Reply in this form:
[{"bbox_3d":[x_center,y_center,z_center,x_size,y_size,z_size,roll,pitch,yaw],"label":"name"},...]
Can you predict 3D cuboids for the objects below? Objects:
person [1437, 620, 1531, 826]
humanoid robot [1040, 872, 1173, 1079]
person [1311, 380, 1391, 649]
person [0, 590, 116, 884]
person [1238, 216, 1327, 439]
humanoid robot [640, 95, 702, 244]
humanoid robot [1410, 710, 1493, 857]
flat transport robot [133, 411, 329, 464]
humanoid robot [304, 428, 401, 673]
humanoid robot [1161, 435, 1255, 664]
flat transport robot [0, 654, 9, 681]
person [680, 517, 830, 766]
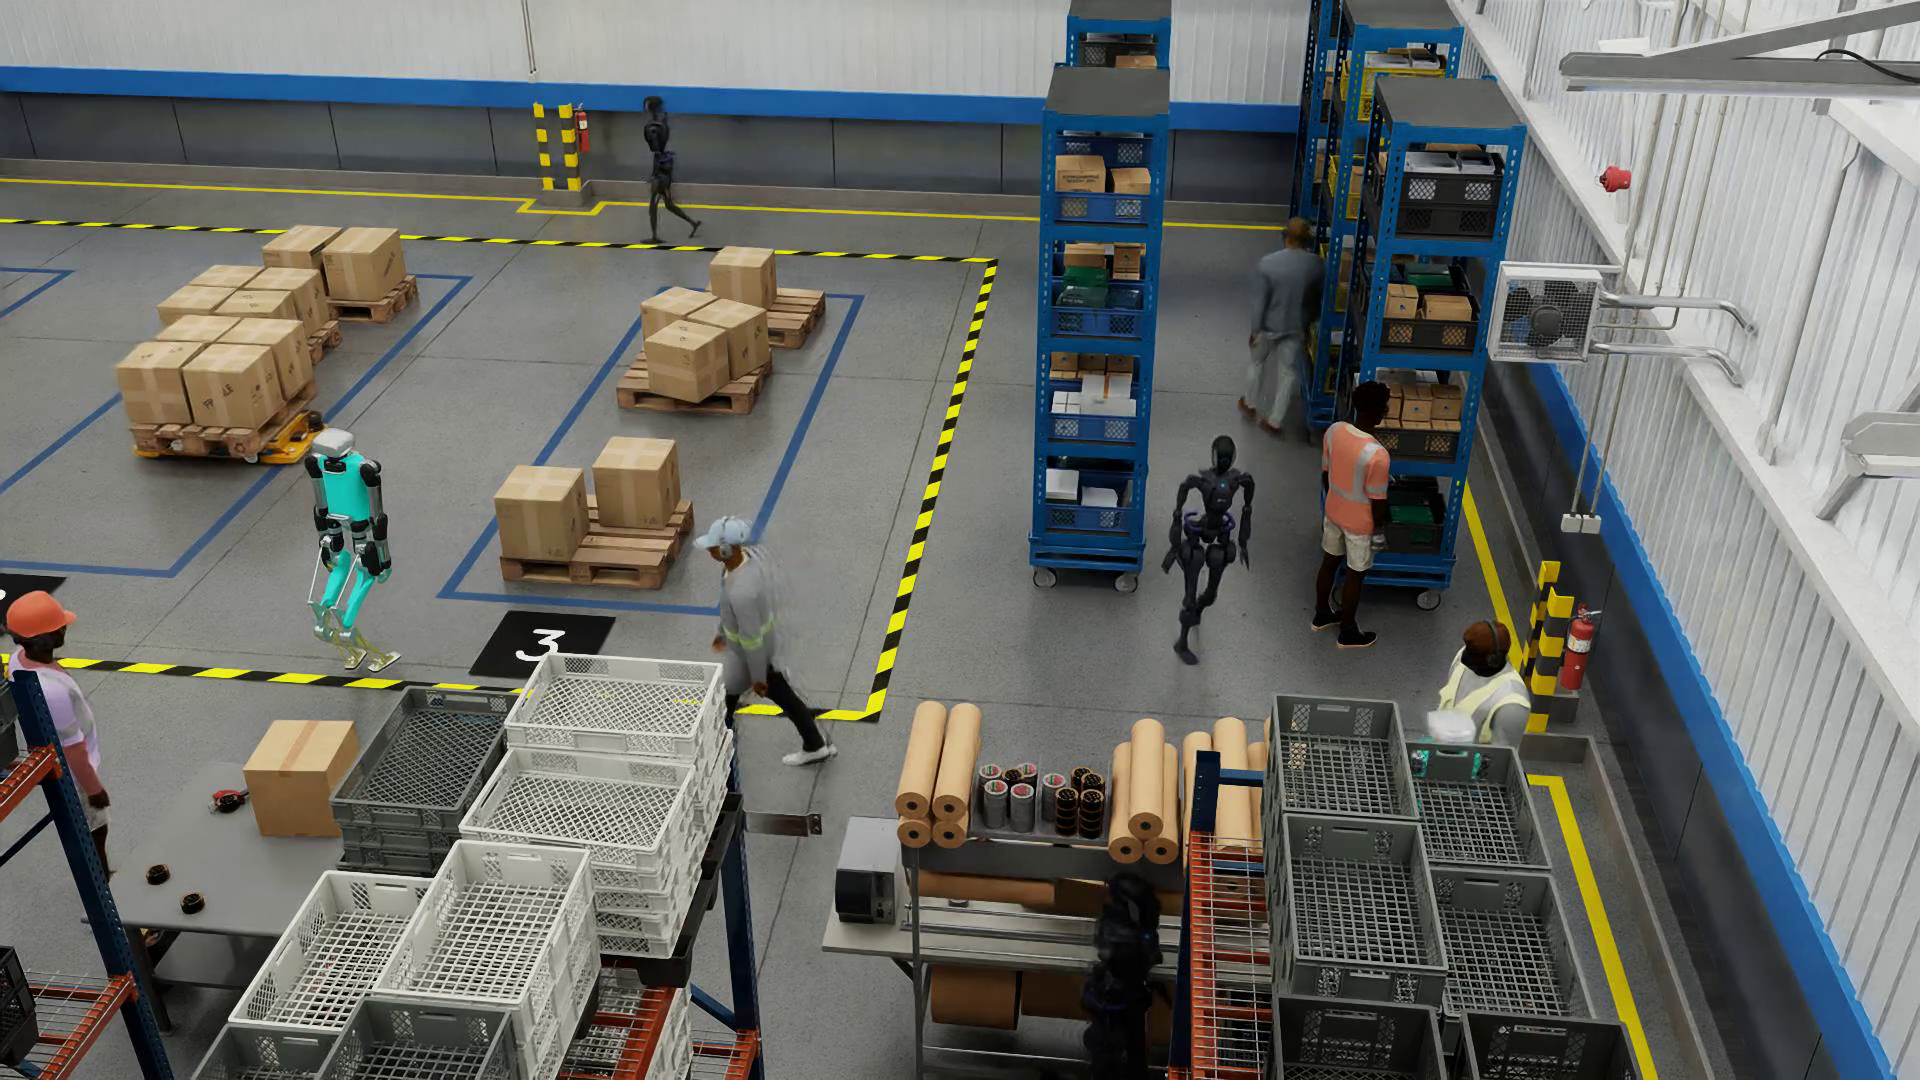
[{"bbox_3d":[2.765,1.220,9.028,0.431,1.835,0.620,-7,31,-11],"label":"person"},{"bbox_3d":[0.690,2.116,7.655,0.562,1.641,0.594,19,35,29],"label":"humanoid robot"},{"bbox_3d":[2.678,-0.173,11.284,0.368,1.966,0.605,-15,33,-24],"label":"person"},{"bbox_3d":[-4.729,1.171,8.915,0.404,2.036,0.610,-23,37,-33],"label":"person"},{"bbox_3d":[2.735,-1.867,14.253,0.645,1.900,0.828,-5,31,-8],"label":"person"},{"bbox_3d":[-3.232,-4.067,18.280,0.679,1.638,0.595,-3,30,-5],"label":"humanoid robot"},{"bbox_3d":[2.328,1.489,8.689,0.530,1.774,0.991,-5,31,-8],"label":"humanoid robot"},{"bbox_3d":[-6.229,-0.916,14.219,1.431,0.197,0.652,3,30,6],"label":"flat transport robot"},{"bbox_3d":[-4.049,0.153,10.817,0.533,1.677,0.735,9,31,15],"label":"humanoid robot"},{"bbox_3d":[1.663,0.004,11.317,0.609,1.652,0.643,-5,31,-9],"label":"humanoid robot"},{"bbox_3d":[-7.142,0.969,11.010,1.431,0.231,0.659,3,30,6],"label":"flat transport robot"},{"bbox_3d":[-1.289,0.652,10.036,1.008,1.790,0.577,1,30,1],"label":"person"}]
